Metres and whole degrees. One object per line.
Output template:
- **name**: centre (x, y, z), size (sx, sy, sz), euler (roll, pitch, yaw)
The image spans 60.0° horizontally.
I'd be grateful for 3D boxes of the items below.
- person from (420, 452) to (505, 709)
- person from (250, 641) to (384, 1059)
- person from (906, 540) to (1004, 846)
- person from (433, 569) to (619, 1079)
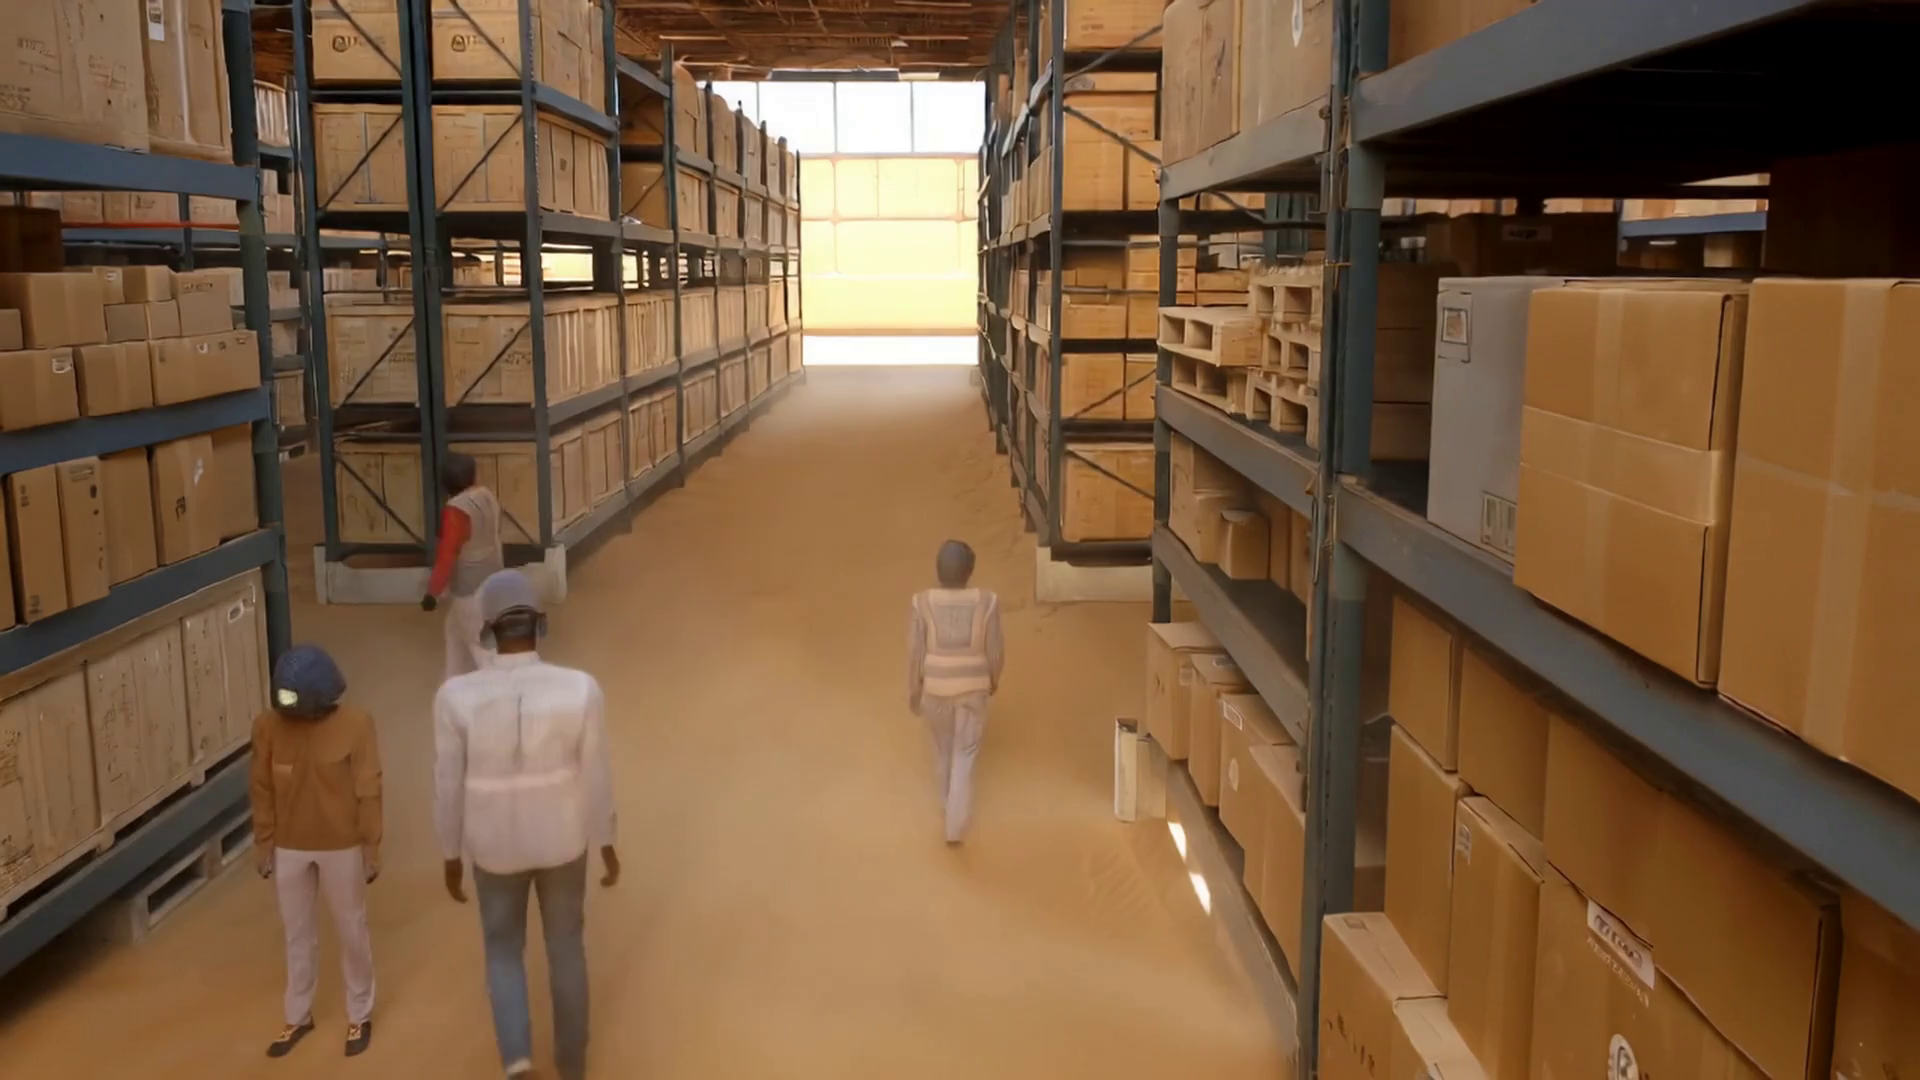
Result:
- **person**: centre (-3.397, 0.320, 11.190), size (0.785, 1.810, 0.621), euler (0, 9, 2)
- **person**: centre (-2.460, 1.188, 6.386), size (0.501, 1.631, 0.285), euler (0, 9, 3)
- **person**: centre (-0.028, 0.798, 8.909), size (0.496, 1.595, 0.835), euler (2, 9, 12)
- **person**: centre (-1.536, 1.097, 5.920), size (0.646, 1.964, 0.703), euler (-3, 10, -15)
